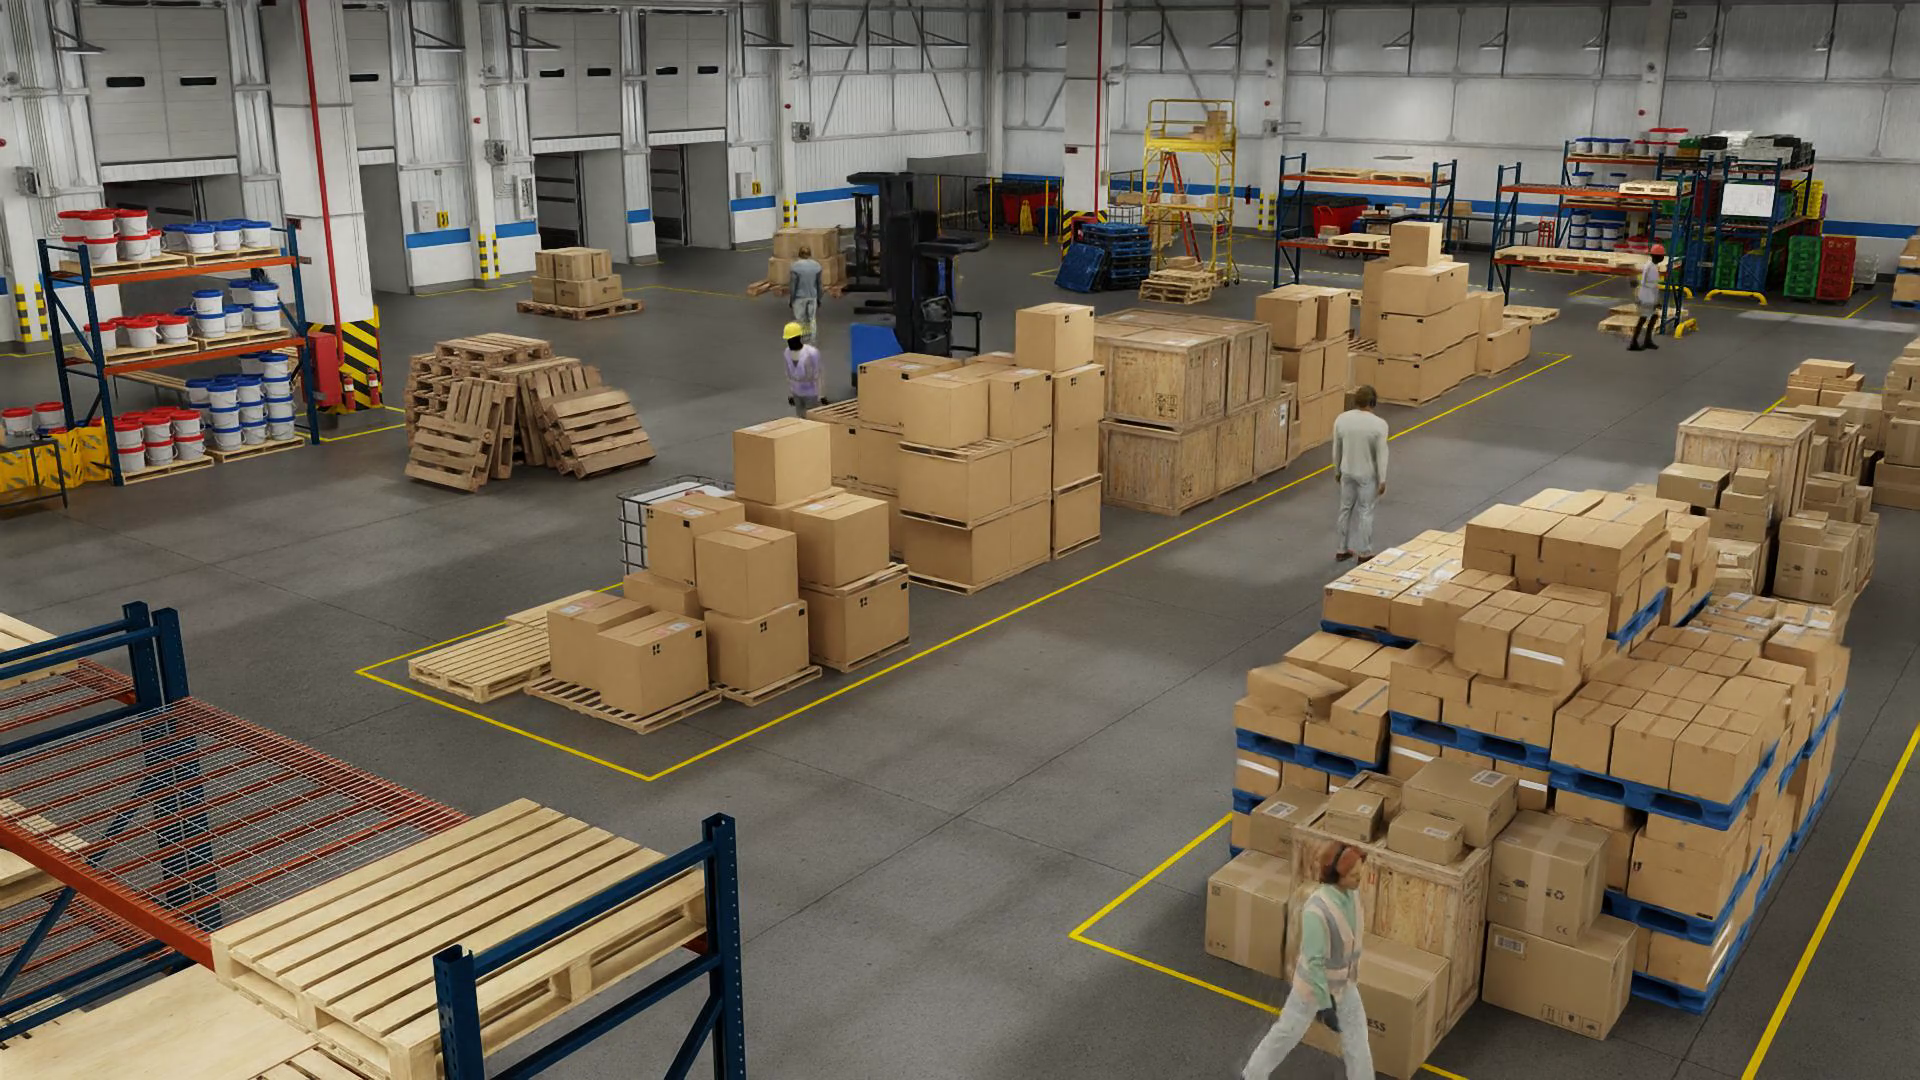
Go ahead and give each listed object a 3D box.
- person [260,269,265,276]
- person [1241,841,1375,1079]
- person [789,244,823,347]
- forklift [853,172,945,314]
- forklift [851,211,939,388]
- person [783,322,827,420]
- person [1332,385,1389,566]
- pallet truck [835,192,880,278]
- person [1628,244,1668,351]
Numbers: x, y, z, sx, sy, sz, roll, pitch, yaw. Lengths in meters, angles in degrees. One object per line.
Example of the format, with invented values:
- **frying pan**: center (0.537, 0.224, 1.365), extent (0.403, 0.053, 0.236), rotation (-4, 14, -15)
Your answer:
- **person**: center (-11.868, -3.812, 28.417), extent (0.398, 1.684, 0.548), rotation (-13, 21, -37)
- **person**: center (1.857, 2.260, 8.487), extent (0.508, 1.592, 0.894), rotation (-16, 23, -42)
- **person**: center (-2.743, -4.288, 29.606), extent (0.639, 1.927, 0.387), rotation (-9, 19, -28)
- **forklift**: center (-1.139, -6.005, 33.660), extent (1.873, 2.768, 1.129), rotation (3, 17, 10)
- **forklift**: center (-0.696, -3.733, 26.136), extent (1.873, 2.768, 1.129), rotation (9, 19, 27)
- **person**: center (-2.072, -1.941, 21.880), extent (0.616, 1.890, 0.525), rotation (12, 20, 34)
- **person**: center (4.246, -0.691, 17.666), extent (0.635, 1.937, 0.352), rotation (15, 23, 41)
- **pallet truck**: center (-1.936, -7.159, 38.982), extent (1.885, 1.965, 0.823), rotation (-12, 21, -34)
- **person**: center (12.379, -4.313, 29.707), extent (0.712, 1.914, 0.560), rotation (5, 17, 15)
